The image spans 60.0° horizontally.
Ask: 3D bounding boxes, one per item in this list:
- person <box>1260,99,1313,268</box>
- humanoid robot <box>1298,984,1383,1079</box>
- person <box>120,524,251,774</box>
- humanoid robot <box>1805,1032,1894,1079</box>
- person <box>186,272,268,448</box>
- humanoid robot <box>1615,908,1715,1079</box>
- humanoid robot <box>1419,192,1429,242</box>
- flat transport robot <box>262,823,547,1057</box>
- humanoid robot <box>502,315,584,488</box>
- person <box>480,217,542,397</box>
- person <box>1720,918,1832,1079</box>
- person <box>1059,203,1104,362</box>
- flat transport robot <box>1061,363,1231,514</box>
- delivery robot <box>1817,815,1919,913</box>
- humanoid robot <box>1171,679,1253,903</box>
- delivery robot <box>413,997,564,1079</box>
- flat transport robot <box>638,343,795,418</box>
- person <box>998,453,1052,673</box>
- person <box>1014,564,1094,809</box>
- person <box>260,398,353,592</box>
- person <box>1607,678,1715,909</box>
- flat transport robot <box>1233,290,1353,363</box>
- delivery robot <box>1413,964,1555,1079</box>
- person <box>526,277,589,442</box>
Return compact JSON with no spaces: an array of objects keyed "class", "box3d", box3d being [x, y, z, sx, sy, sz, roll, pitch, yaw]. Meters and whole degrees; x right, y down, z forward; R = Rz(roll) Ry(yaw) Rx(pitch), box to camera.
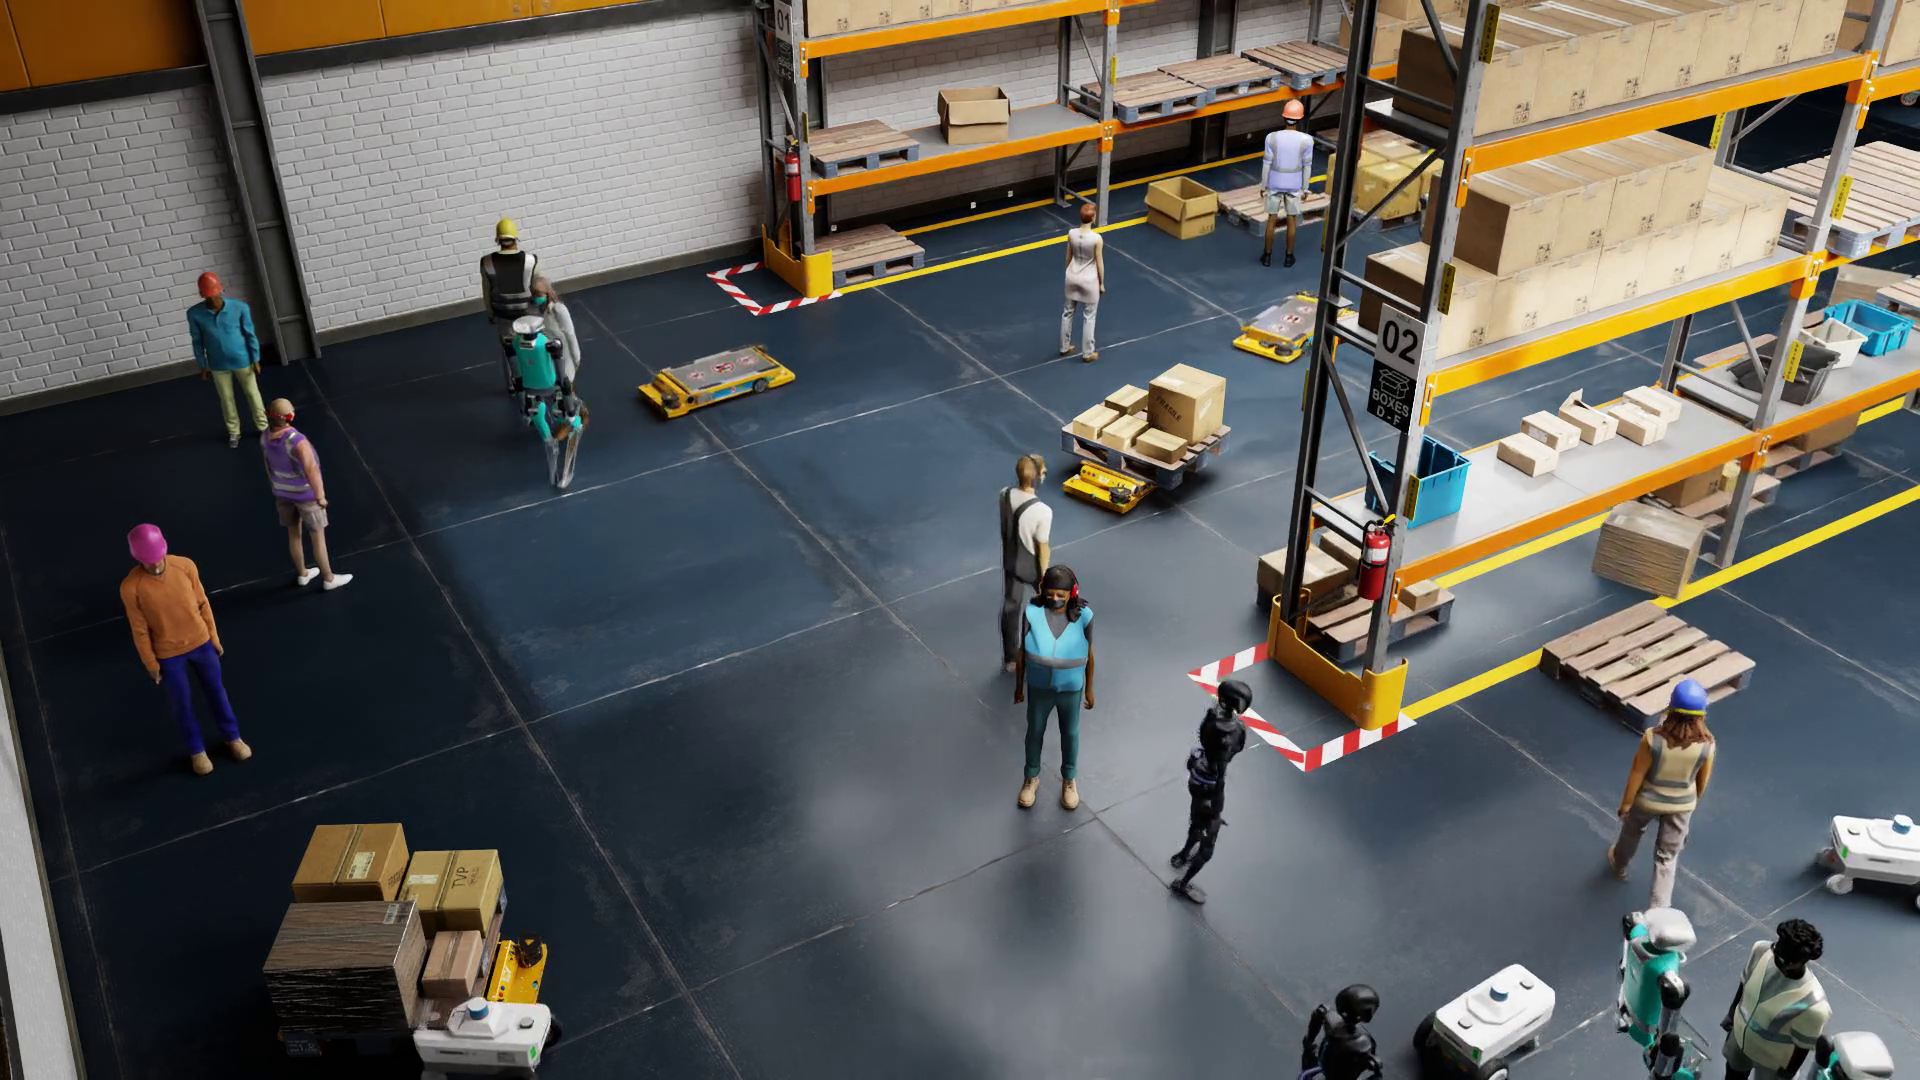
[{"class":"person","box3d":[3.711,-4.066,19.000,0.552,1.935,0.361,5,32,8]},{"class":"humanoid robot","box3d":[1.850,2.839,8.231,0.338,1.645,0.590,-16,36,-24]},{"class":"person","box3d":[-5.311,0.728,11.328,0.518,1.972,0.404,-26,40,-35]},{"class":"humanoid robot","box3d":[3.834,2.998,7.854,0.724,1.720,0.530,-3,32,-4]},{"class":"person","box3d":[-6.746,-1.661,15.340,0.565,1.744,0.348,-9,33,-14]},{"class":"humanoid robot","box3d":[3.740,2.555,8.622,0.864,1.770,0.607,-3,32,-5]},{"class":"humanoid robot","box3d":[5.135,-2.944,17.461,0.786,1.813,0.538,-22,38,-30]},{"class":"flat transport robot","box3d":[-3.229,2.651,9.855,1.431,0.231,0.659,-1,32,-2]},{"class":"humanoid robot","box3d":[-3.573,-1.182,14.689,0.549,1.901,0.714,6,33,10]},{"class":"person","box3d":[-4.321,-2.255,16.224,0.600,1.820,0.403,-6,33,-9]},{"class":"person","box3d":[4.155,2.601,8.593,0.320,1.693,0.532,-8,33,-13]},{"class":"person","box3d":[1.254,-2.627,16.971,0.435,1.651,0.290,19,37,27]},{"class":"flat transport robot","box3d":[1.626,-0.695,15.192,0.659,0.231,1.431,23,39,32]},{"class":"delivery robot","box3d":[5.951,2.022,10.604,0.808,0.610,0.499,6,33,10]},{"class":"humanoid robot","box3d":[1.551,1.524,10.329,0.400,1.626,0.609,3,32,5]},{"class":"delivery robot","box3d":[-2.656,2.798,9.323,0.745,0.565,0.499,2,32,3]},{"class":"flat transport robot","box3d":[-2.433,-1.604,16.642,1.431,0.231,0.659,-21,38,-29]},{"class":"person","box3d":[0.565,0.148,12.376,0.539,1.828,0.640,27,41,36]},{"class":"person","box3d":[0.628,0.967,11.038,0.538,1.865,0.381,3,32,4]},{"class":"person","box3d":[-5.292,-0.359,13.313,0.482,1.693,0.349,12,34,18]},{"class":"person","box3d":[4.292,1.594,10.162,0.480,1.732,0.902,8,33,12]},{"class":"flat transport robot","box3d":[3.564,-2.284,17.726,0.659,0.231,1.431,23,39,32]},{"class":"delivery robot","box3d":[2.984,2.756,9.437,0.785,0.614,0.522,-20,37,-28]},{"class":"person","box3d":[-3.777,-1.668,15.441,0.501,1.650,0.378,11,34,17]}]
